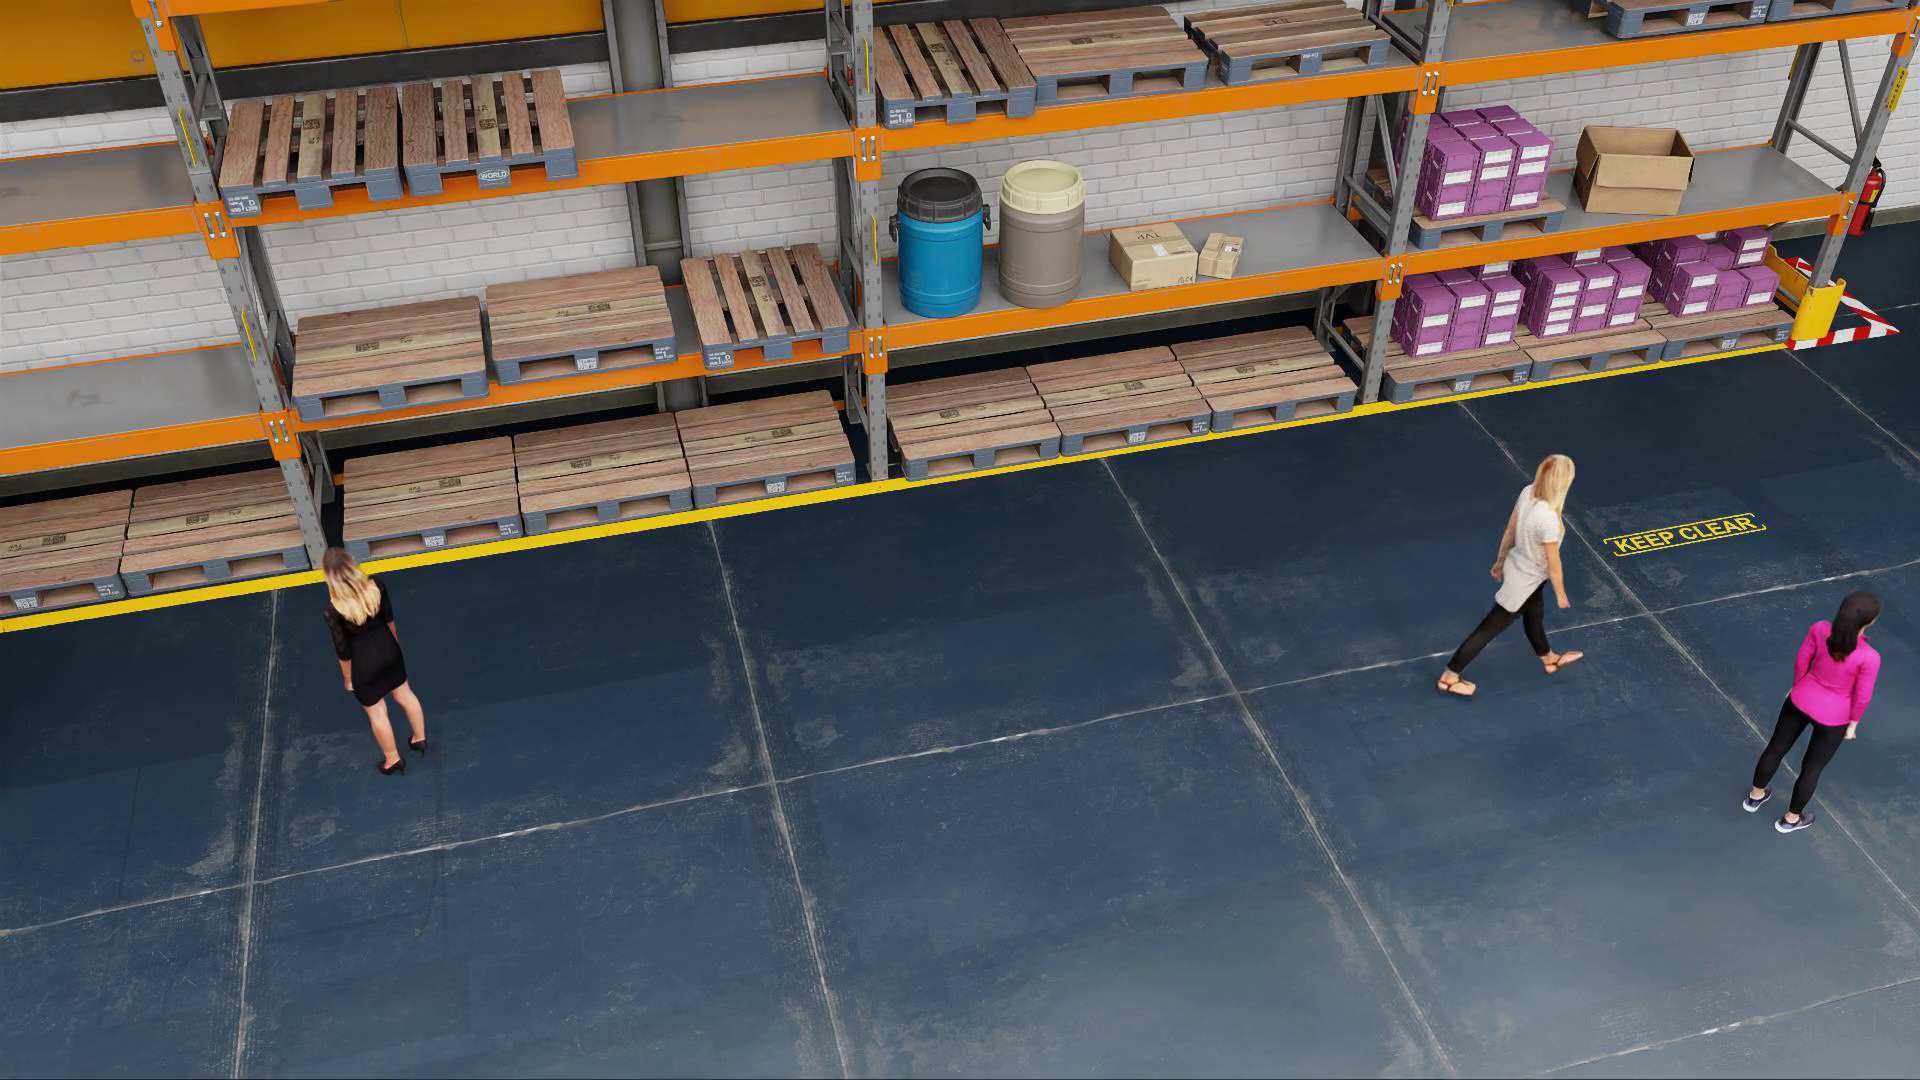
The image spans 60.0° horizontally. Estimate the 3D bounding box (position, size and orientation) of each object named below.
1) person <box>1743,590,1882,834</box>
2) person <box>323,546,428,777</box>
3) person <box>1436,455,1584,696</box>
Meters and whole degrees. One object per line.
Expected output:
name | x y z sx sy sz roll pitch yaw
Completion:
person | 4.814 0.950 9.334 0.676 1.699 0.659 -24 44 -27
person | -3.400 0.710 9.645 0.670 1.676 0.590 24 45 27
person | 3.317 0.277 10.105 1.233 1.778 0.750 -3 39 -4
